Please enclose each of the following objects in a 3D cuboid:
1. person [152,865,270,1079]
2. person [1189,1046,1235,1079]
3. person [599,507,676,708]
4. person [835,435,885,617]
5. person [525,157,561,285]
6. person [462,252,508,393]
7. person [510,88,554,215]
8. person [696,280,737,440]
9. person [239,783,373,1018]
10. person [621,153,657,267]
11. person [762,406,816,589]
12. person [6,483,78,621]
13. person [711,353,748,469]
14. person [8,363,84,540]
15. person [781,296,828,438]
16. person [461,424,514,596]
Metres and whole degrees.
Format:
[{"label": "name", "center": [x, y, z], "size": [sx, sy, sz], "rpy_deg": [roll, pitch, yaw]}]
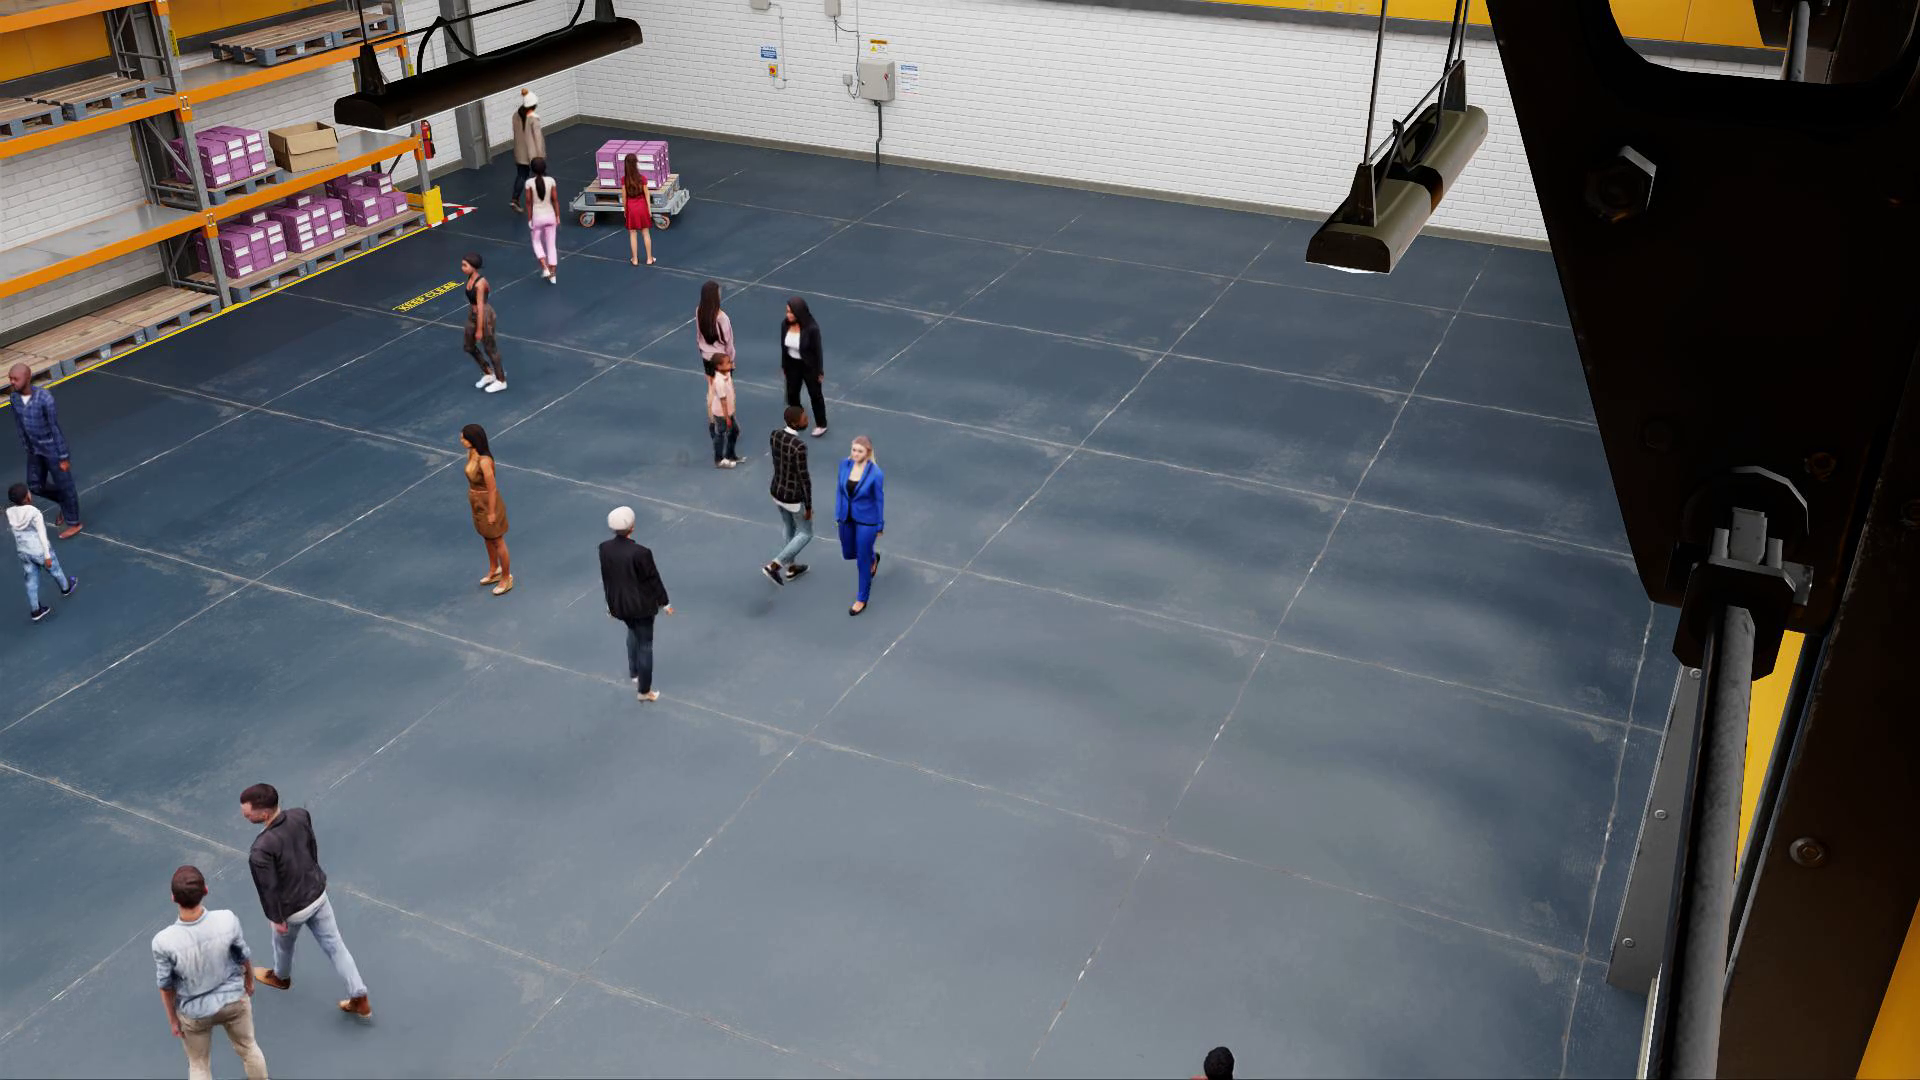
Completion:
[{"label": "person", "center": [-4.245, 2.663, 9.523], "size": [0.745, 1.842, 0.840], "rpy_deg": [-19, 34, -31]}, {"label": "person", "center": [1.368, 3.250, 9.060], "size": [0.503, 1.253, 0.458], "rpy_deg": [13, 31, 22]}, {"label": "person", "center": [-2.591, 0.573, 13.212], "size": [0.736, 1.768, 0.614], "rpy_deg": [13, 31, 23]}, {"label": "person", "center": [-0.851, -0.188, 14.912], "size": [0.652, 1.687, 0.904], "rpy_deg": [16, 32, 27]}, {"label": "person", "center": [-5.584, -4.270, 22.350], "size": [0.702, 1.728, 0.768], "rpy_deg": [-12, 31, -20]}, {"label": "person", "center": [-5.421, -2.518, 19.188], "size": [0.759, 1.682, 0.710], "rpy_deg": [-21, 35, -34]}, {"label": "person", "center": [-6.568, -5.840, 25.085], "size": [0.731, 1.866, 1.128], "rpy_deg": [10, 30, 17]}, {"label": "person", "center": [-2.633, -1.936, 17.984], "size": [0.642, 1.812, 0.569], "rpy_deg": [17, 33, 29]}, {"label": "person", "center": [-4.016, 2.273, 10.297], "size": [0.800, 1.785, 1.090], "rpy_deg": [12, 31, 21]}, {"label": "person", "center": [-4.496, -4.599, 23.139], "size": [0.662, 1.552, 0.722], "rpy_deg": [-2, 29, -4]}, {"label": "person", "center": [-1.598, -0.360, 15.109], "size": [0.862, 1.799, 1.000], "rpy_deg": [22, 35, 34]}, {"label": "person", "center": [-8.281, 0.124, 14.821], "size": [0.701, 1.224, 0.927], "rpy_deg": [1, 29, 2]}, {"label": "person", "center": [-2.550, -1.360, 17.465], "size": [0.690, 1.299, 0.601], "rpy_deg": [1, 29, 1]}, {"label": "person", "center": [-8.790, -0.914, 16.113], "size": [0.757, 1.809, 0.781], "rpy_deg": [4, 29, 8]}, {"label": "person", "center": [-1.715, -1.919, 18.167], "size": [0.701, 1.607, 0.656], "rpy_deg": [8, 30, 15]}, {"label": "person", "center": [-4.295, -0.299, 15.116], "size": [0.649, 1.685, 0.639], "rpy_deg": [-20, 34, -32]}]
